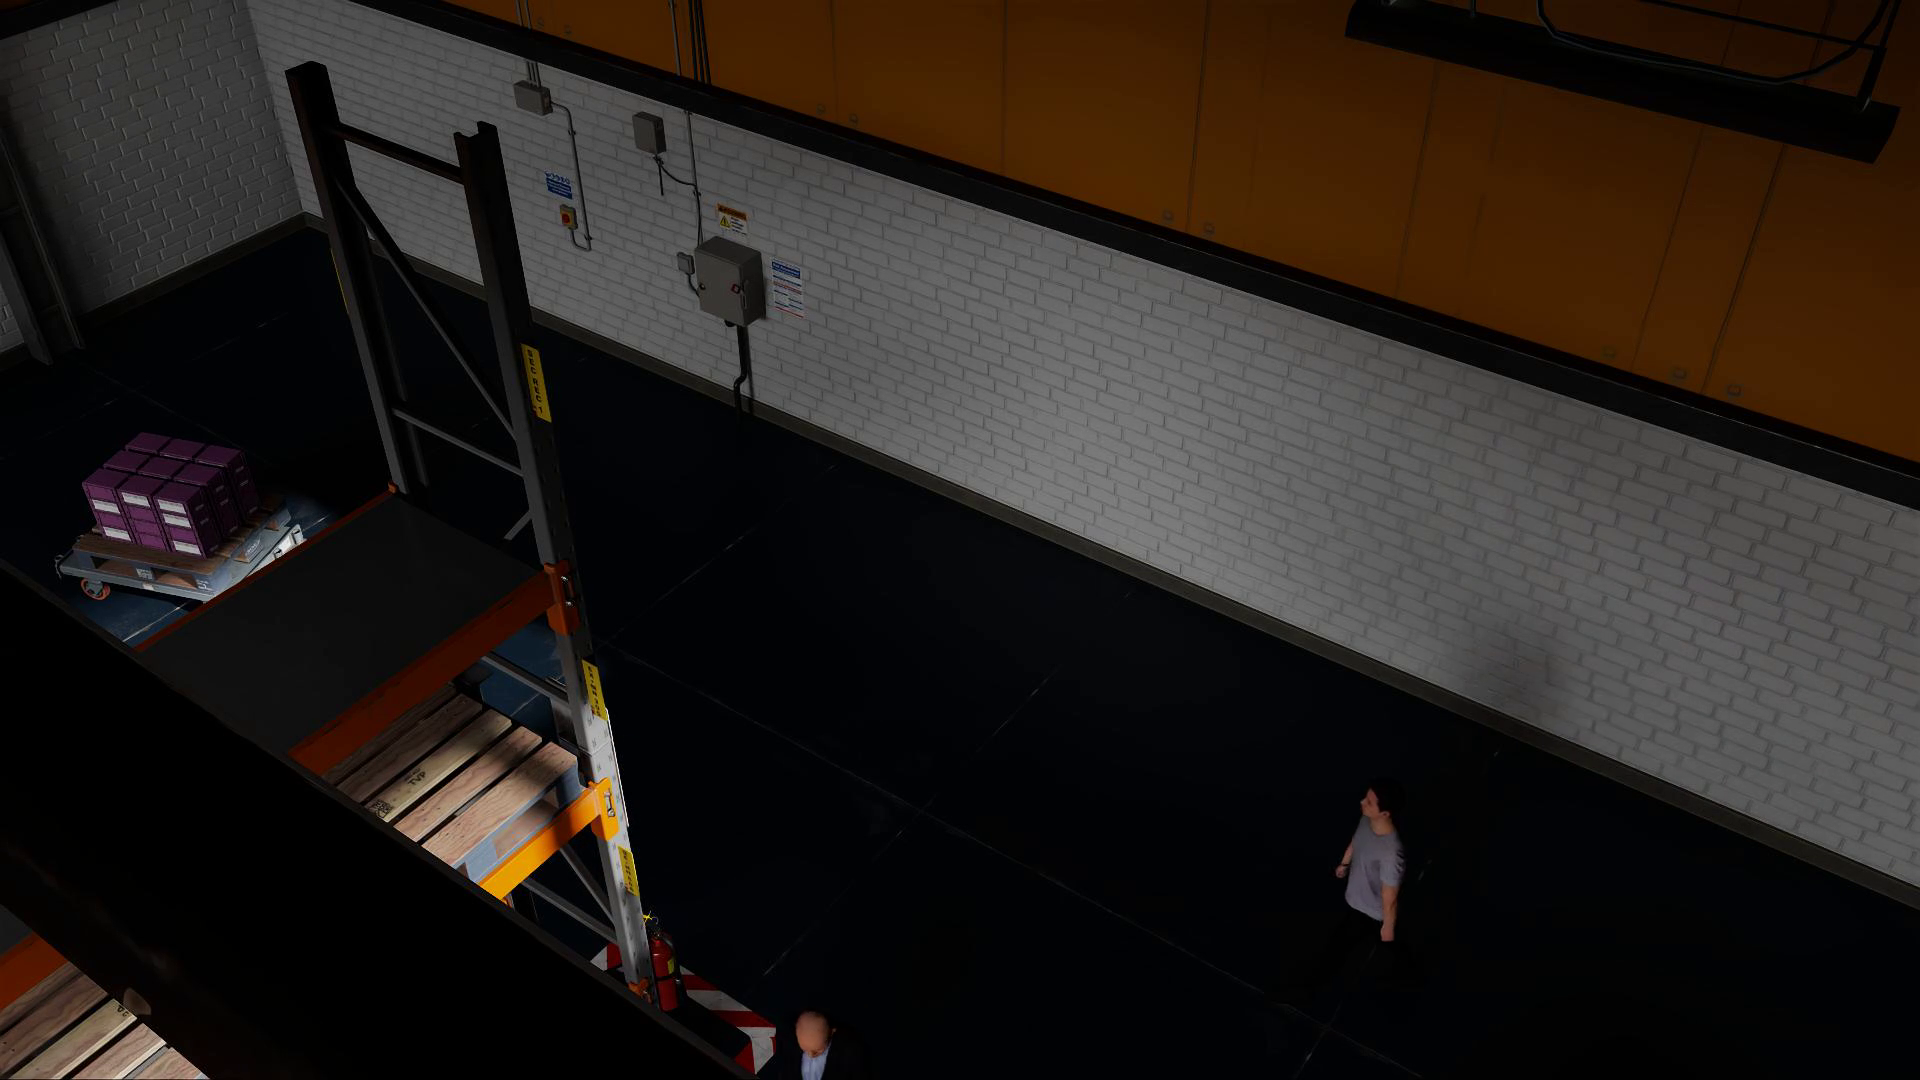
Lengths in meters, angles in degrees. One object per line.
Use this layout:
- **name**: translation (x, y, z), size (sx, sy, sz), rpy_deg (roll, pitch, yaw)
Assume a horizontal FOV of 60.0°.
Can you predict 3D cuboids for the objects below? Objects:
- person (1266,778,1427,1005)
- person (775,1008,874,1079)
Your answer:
- **person**: translation (2.448, 2.061, 9.516), size (1.160, 1.817, 1.241), rpy_deg (2, 39, 3)
- **person**: translation (-0.671, 2.835, 8.592), size (0.876, 1.761, 0.868), rpy_deg (7, 39, 9)
